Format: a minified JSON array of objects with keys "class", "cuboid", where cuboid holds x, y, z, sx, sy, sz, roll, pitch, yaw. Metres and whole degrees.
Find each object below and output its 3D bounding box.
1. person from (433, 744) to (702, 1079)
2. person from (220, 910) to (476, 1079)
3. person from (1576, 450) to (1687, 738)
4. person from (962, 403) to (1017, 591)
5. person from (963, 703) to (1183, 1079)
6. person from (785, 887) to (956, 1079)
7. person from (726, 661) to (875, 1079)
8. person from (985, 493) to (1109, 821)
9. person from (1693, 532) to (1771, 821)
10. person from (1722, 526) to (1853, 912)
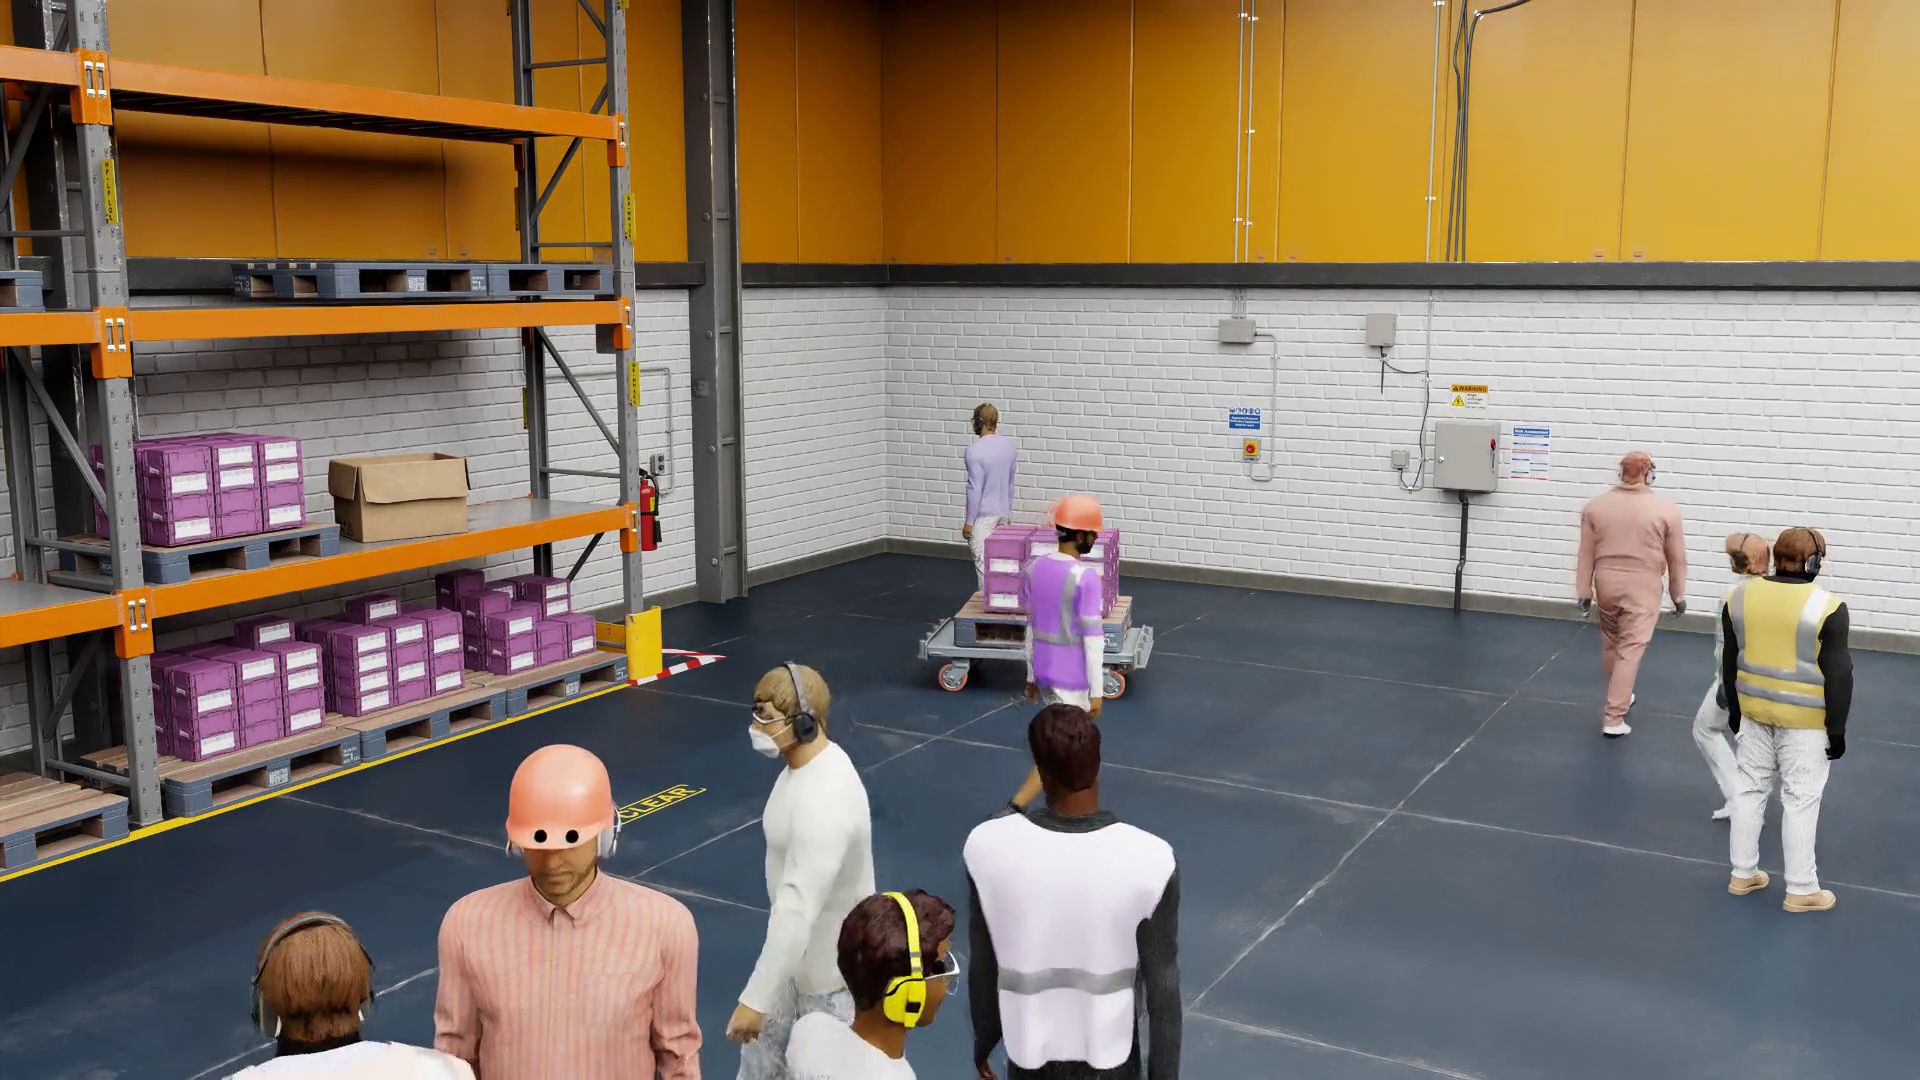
[{"class":"person","cuboid":[-0.897,1.432,3.827,0.611,1.995,0.377,-1,9,-5]},{"class":"person","cuboid":[-1.176,1.629,3.162,0.647,1.818,0.677,-6,11,-31]},{"class":"person","cuboid":[4.495,0.337,11.053,0.642,1.865,0.948,9,12,43]},{"class":"person","cuboid":[0.241,-0.197,14.166,0.352,1.937,0.635,7,11,36]},{"class":"person","cuboid":[0.298,1.388,4.457,0.598,1.894,0.813,1,9,6]},{"class":"person","cuboid":[-0.159,1.582,3.334,0.424,1.848,0.537,-6,11,-33]},{"class":"person","cuboid":[-0.520,1.293,5.040,1.016,1.879,0.628,-2,9,-13]},{"class":"person","cuboid":[0.492,0.705,8.685,0.868,1.906,0.559,-6,11,-33]},{"class":"person","cuboid":[4.273,0.767,9.102,0.545,1.622,0.373,-6,11,-33]},{"class":"person","cuboid":[3.964,0.847,7.968,0.429,1.841,0.621,-6,11,-32]}]
